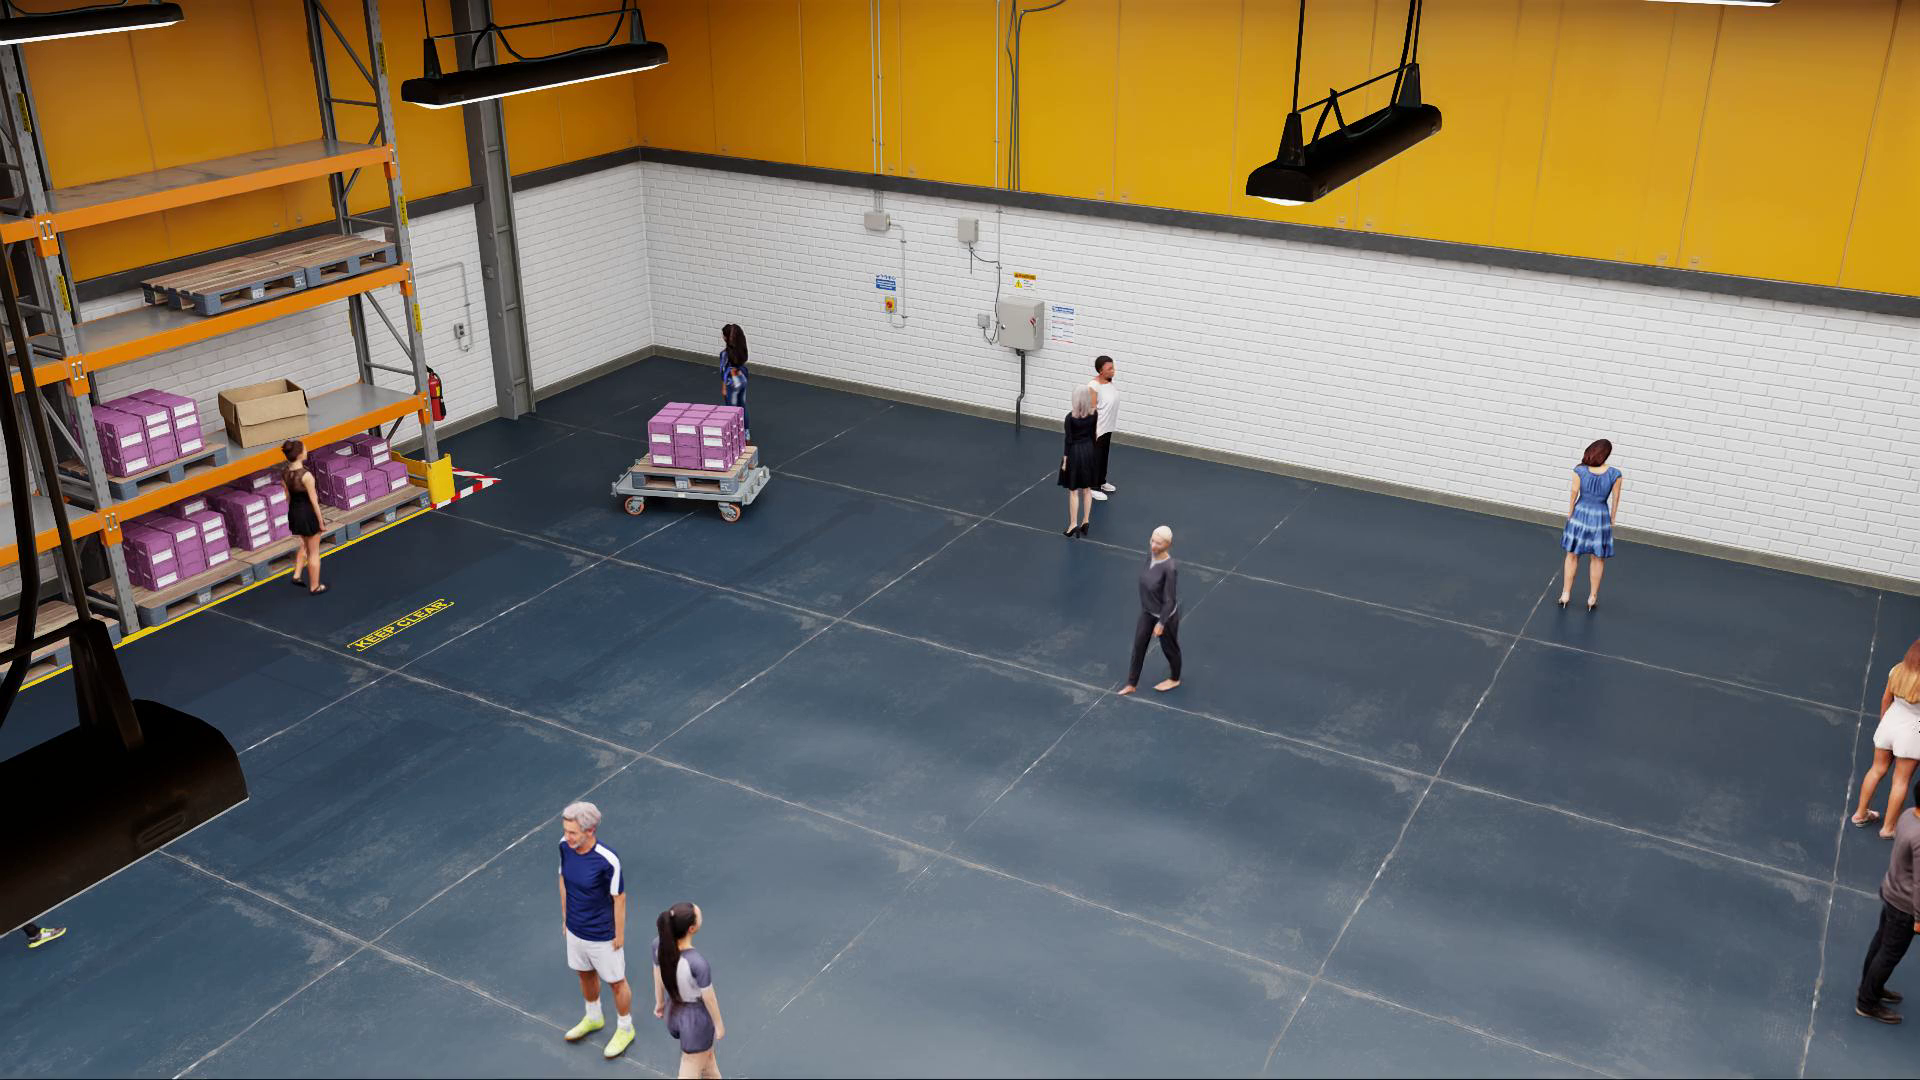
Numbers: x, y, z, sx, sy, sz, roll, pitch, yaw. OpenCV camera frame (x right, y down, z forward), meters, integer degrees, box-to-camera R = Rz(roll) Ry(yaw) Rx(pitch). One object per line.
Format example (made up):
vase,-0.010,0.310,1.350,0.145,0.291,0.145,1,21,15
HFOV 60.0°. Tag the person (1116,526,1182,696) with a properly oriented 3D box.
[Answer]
person,1.821,0.610,14.862,1.023,1.690,0.871,-10,26,-22

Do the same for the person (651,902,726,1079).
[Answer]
person,-1.648,2.885,9.757,0.763,1.609,1.096,20,31,38

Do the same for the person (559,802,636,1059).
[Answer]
person,-2.312,2.429,10.520,0.624,1.835,0.519,13,27,27

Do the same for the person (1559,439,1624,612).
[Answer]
person,6.240,-0.154,16.464,0.704,1.806,0.622,8,25,18

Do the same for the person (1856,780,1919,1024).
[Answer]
person,6.140,2.320,10.853,0.749,1.767,0.516,-2,24,-4

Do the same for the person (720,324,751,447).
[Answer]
person,-2.806,-1.924,20.744,0.660,1.622,0.475,12,27,26

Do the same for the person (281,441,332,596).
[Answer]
person,-6.665,-0.195,16.731,0.582,1.667,0.635,12,26,26

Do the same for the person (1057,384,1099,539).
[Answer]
person,1.303,-0.868,18.172,0.647,1.747,0.749,-14,27,-30

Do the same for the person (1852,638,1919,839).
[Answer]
person,7.248,1.506,12.808,0.727,1.693,0.683,-11,26,-23

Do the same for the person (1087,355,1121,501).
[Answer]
person,1.653,-1.332,19.308,0.723,1.687,0.557,11,26,23
